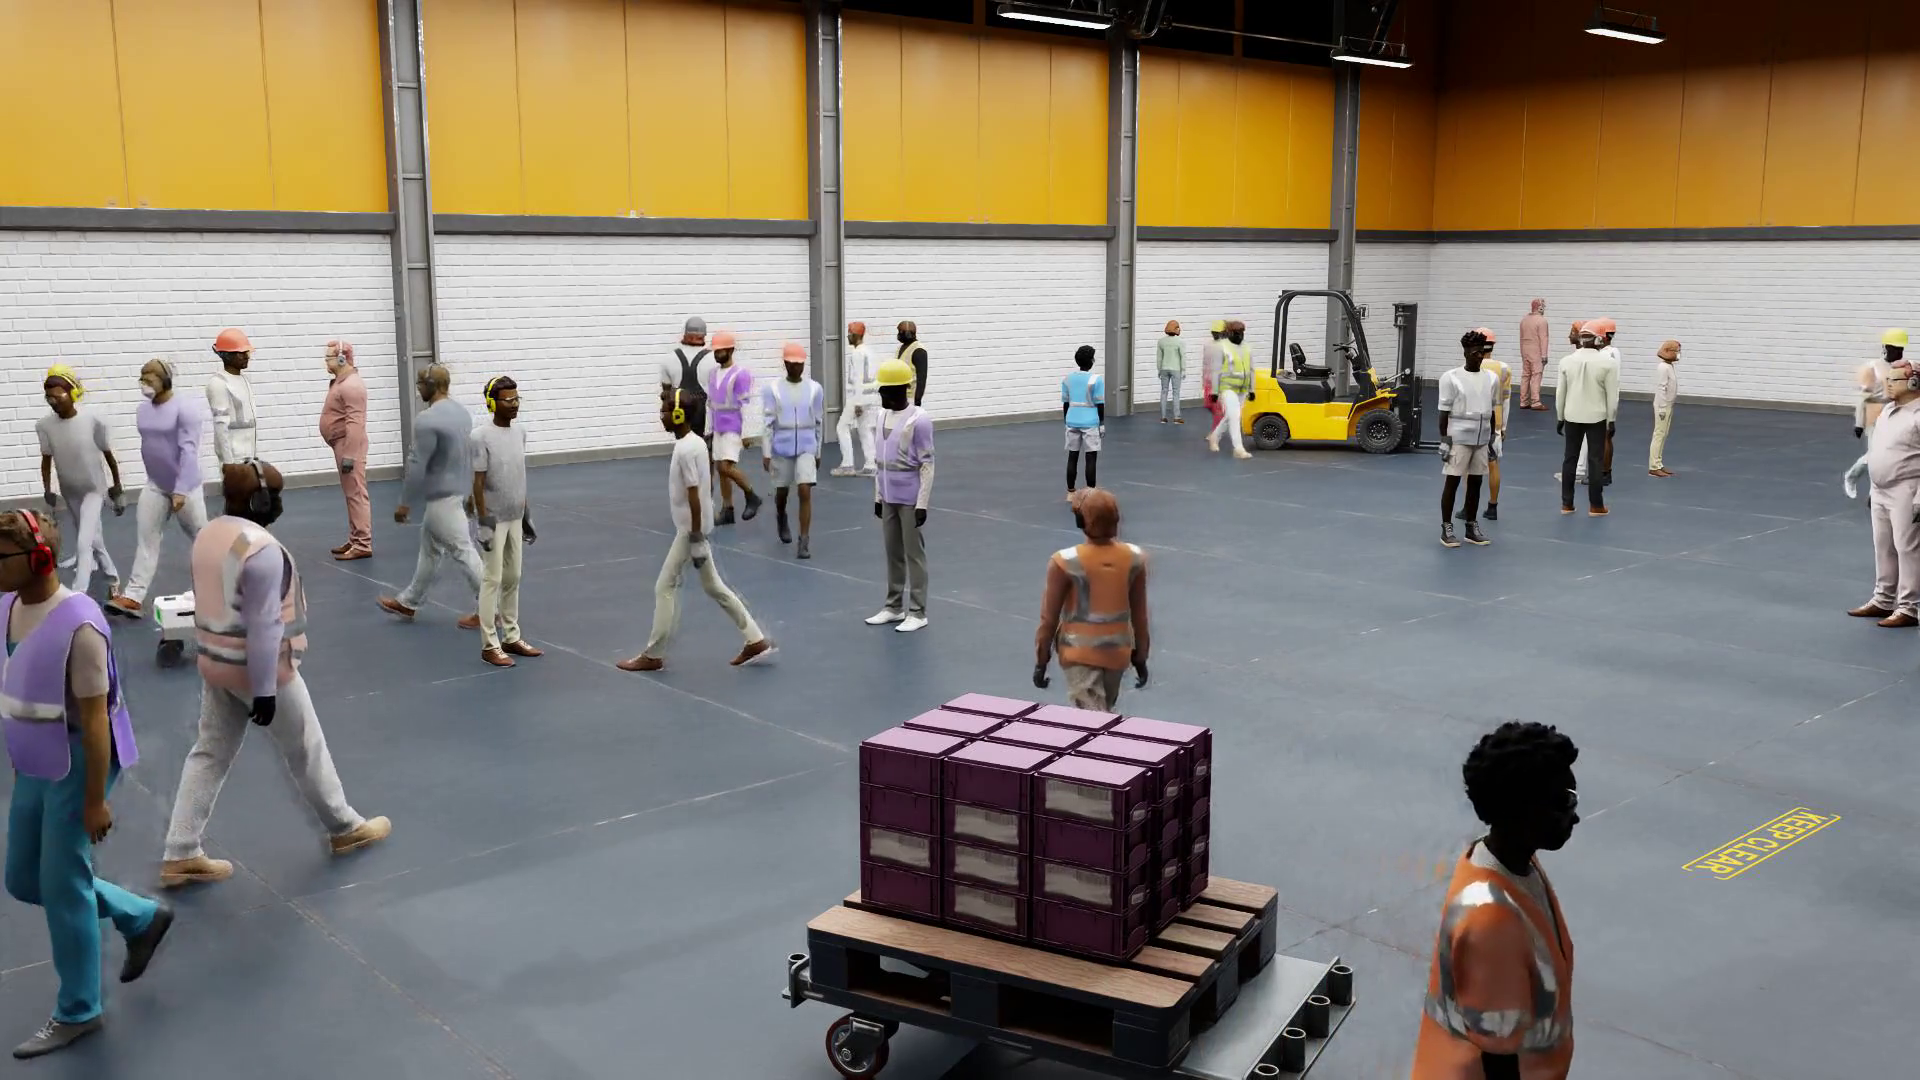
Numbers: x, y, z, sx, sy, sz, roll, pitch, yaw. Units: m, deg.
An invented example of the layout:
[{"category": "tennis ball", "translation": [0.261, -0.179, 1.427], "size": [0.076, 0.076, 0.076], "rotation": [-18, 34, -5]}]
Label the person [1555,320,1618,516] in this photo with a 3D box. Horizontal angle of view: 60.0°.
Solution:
[{"category": "person", "translation": [6.381, -1.233, 16.927], "size": [0.610, 1.984, 0.400], "rotation": [8, 13, 39]}]

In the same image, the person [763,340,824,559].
[{"category": "person", "translation": [-1.484, -0.827, 14.778], "size": [0.552, 1.914, 0.875], "rotation": [-2, 10, -12]}]

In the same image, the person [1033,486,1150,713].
[{"category": "person", "translation": [0.594, 0.545, 7.643], "size": [0.533, 1.588, 0.853], "rotation": [-5, 11, -27]}]

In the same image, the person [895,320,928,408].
[{"category": "person", "translation": [-0.635, -1.809, 20.725], "size": [0.430, 1.841, 0.624], "rotation": [-5, 11, -26]}]

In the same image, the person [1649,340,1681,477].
[{"category": "person", "translation": [8.470, -1.577, 19.965], "size": [0.269, 1.631, 0.509], "rotation": [6, 11, 32]}]

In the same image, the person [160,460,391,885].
[{"category": "person", "translation": [-3.007, 0.549, 7.097], "size": [0.638, 1.785, 0.982], "rotation": [8, 12, 39]}]

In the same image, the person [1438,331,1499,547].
[{"category": "person", "translation": [4.628, -0.919, 15.137], "size": [0.613, 1.965, 0.361], "rotation": [-3, 10, -18]}]

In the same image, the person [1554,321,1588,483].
[{"category": "person", "translation": [7.200, -1.607, 19.413], "size": [0.355, 1.882, 0.575], "rotation": [2, 10, 12]}]

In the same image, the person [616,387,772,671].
[{"category": "person", "translation": [-1.677, -0.065, 10.570], "size": [0.972, 1.829, 0.545], "rotation": [0, 10, -2]}]

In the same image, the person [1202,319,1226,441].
[{"category": "person", "translation": [3.728, -2.307, 23.915], "size": [0.522, 1.748, 0.526], "rotation": [8, 13, 41]}]

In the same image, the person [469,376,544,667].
[{"category": "person", "translation": [-2.944, -0.129, 10.789], "size": [0.331, 1.874, 0.519], "rotation": [4, 11, 24]}]

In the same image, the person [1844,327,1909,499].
[{"category": "person", "translation": [9.658, -1.277, 17.436], "size": [0.590, 1.905, 0.643], "rotation": [-1, 10, -4]}]

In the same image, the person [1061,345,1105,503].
[{"category": "person", "translation": [1.317, -1.217, 17.667], "size": [0.530, 1.697, 0.322], "rotation": [8, 12, 38]}]

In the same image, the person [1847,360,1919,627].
[{"category": "person", "translation": [6.689, -0.332, 11.880], "size": [0.402, 1.906, 0.652], "rotation": [0, 10, -2]}]

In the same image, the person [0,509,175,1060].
[{"category": "person", "translation": [-2.986, 0.781, 5.610], "size": [0.559, 1.827, 0.554], "rotation": [7, 12, 36]}]

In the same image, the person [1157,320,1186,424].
[{"category": "person", "translation": [3.342, -2.655, 26.271], "size": [0.499, 1.634, 0.285], "rotation": [7, 12, 34]}]

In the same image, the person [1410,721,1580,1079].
[{"category": "person", "translation": [1.184, 1.203, 3.532], "size": [0.499, 1.673, 0.546], "rotation": [5, 11, 26]}]

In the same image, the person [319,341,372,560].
[{"category": "person", "translation": [-5.359, -0.779, 14.511], "size": [0.406, 1.903, 0.639], "rotation": [-4, 11, -23]}]

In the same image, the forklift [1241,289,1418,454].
[{"category": "forklift", "translation": [5.034, -2.339, 22.783], "size": [2.313, 2.155, 1.214], "rotation": [3, 10, 16]}]

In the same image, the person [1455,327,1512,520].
[{"category": "person", "translation": [5.198, -1.150, 16.605], "size": [0.543, 1.928, 0.370], "rotation": [-1, 10, -6]}]

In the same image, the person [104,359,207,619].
[{"category": "person", "translation": [-5.834, -0.375, 12.209], "size": [0.626, 1.882, 1.033], "rotation": [4, 10, 21]}]

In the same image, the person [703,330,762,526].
[{"category": "person", "translation": [-2.263, -1.095, 16.289], "size": [0.451, 1.922, 0.553], "rotation": [-9, 13, -44]}]

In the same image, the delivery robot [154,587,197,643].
[{"category": "delivery robot", "translation": [-4.879, 0.467, 10.878], "size": [0.707, 0.478, 0.477], "rotation": [-4, 11, -23]}]

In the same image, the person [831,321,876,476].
[{"category": "person", "translation": [-1.300, -1.676, 19.876], "size": [0.696, 1.857, 0.606], "rotation": [2, 10, 12]}]

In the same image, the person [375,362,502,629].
[{"category": "person", "translation": [-3.716, -0.303, 11.749], "size": [1.008, 1.884, 0.652], "rotation": [1, 10, 6]}]

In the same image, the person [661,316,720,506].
[{"category": "person", "translation": [-2.731, -1.338, 17.374], "size": [0.691, 2.000, 0.549], "rotation": [1, 10, 8]}]

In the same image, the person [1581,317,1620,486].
[{"category": "person", "translation": [7.372, -1.585, 19.156], "size": [0.382, 1.923, 0.551], "rotation": [6, 11, 32]}]

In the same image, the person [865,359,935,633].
[{"category": "person", "translation": [-0.421, -0.314, 11.717], "size": [0.384, 1.924, 0.589], "rotation": [-8, 12, -38]}]

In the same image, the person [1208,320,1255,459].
[{"category": "person", "translation": [3.554, -2.000, 21.937], "size": [0.627, 1.809, 0.879], "rotation": [-7, 12, -34]}]

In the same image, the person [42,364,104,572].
[{"category": "person", "translation": [-7.438, -0.602, 13.932], "size": [0.491, 1.743, 0.324], "rotation": [9, 13, 43]}]

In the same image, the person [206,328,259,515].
[{"category": "person", "translation": [-5.965, -0.727, 13.788], "size": [0.379, 2.044, 0.607], "rotation": [-1, 10, -3]}]

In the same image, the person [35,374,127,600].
[{"category": "person", "translation": [-6.467, -0.339, 12.280], "size": [0.500, 1.793, 1.017], "rotation": [0, 10, -1]}]

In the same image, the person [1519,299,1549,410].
[{"category": "person", "translation": [9.885, -3.181, 28.552], "size": [0.404, 1.910, 0.636], "rotation": [-3, 10, -18]}]

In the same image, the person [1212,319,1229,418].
[{"category": "person", "translation": [4.400, -2.824, 27.322], "size": [0.677, 1.614, 0.510], "rotation": [-7, 12, -35]}]
